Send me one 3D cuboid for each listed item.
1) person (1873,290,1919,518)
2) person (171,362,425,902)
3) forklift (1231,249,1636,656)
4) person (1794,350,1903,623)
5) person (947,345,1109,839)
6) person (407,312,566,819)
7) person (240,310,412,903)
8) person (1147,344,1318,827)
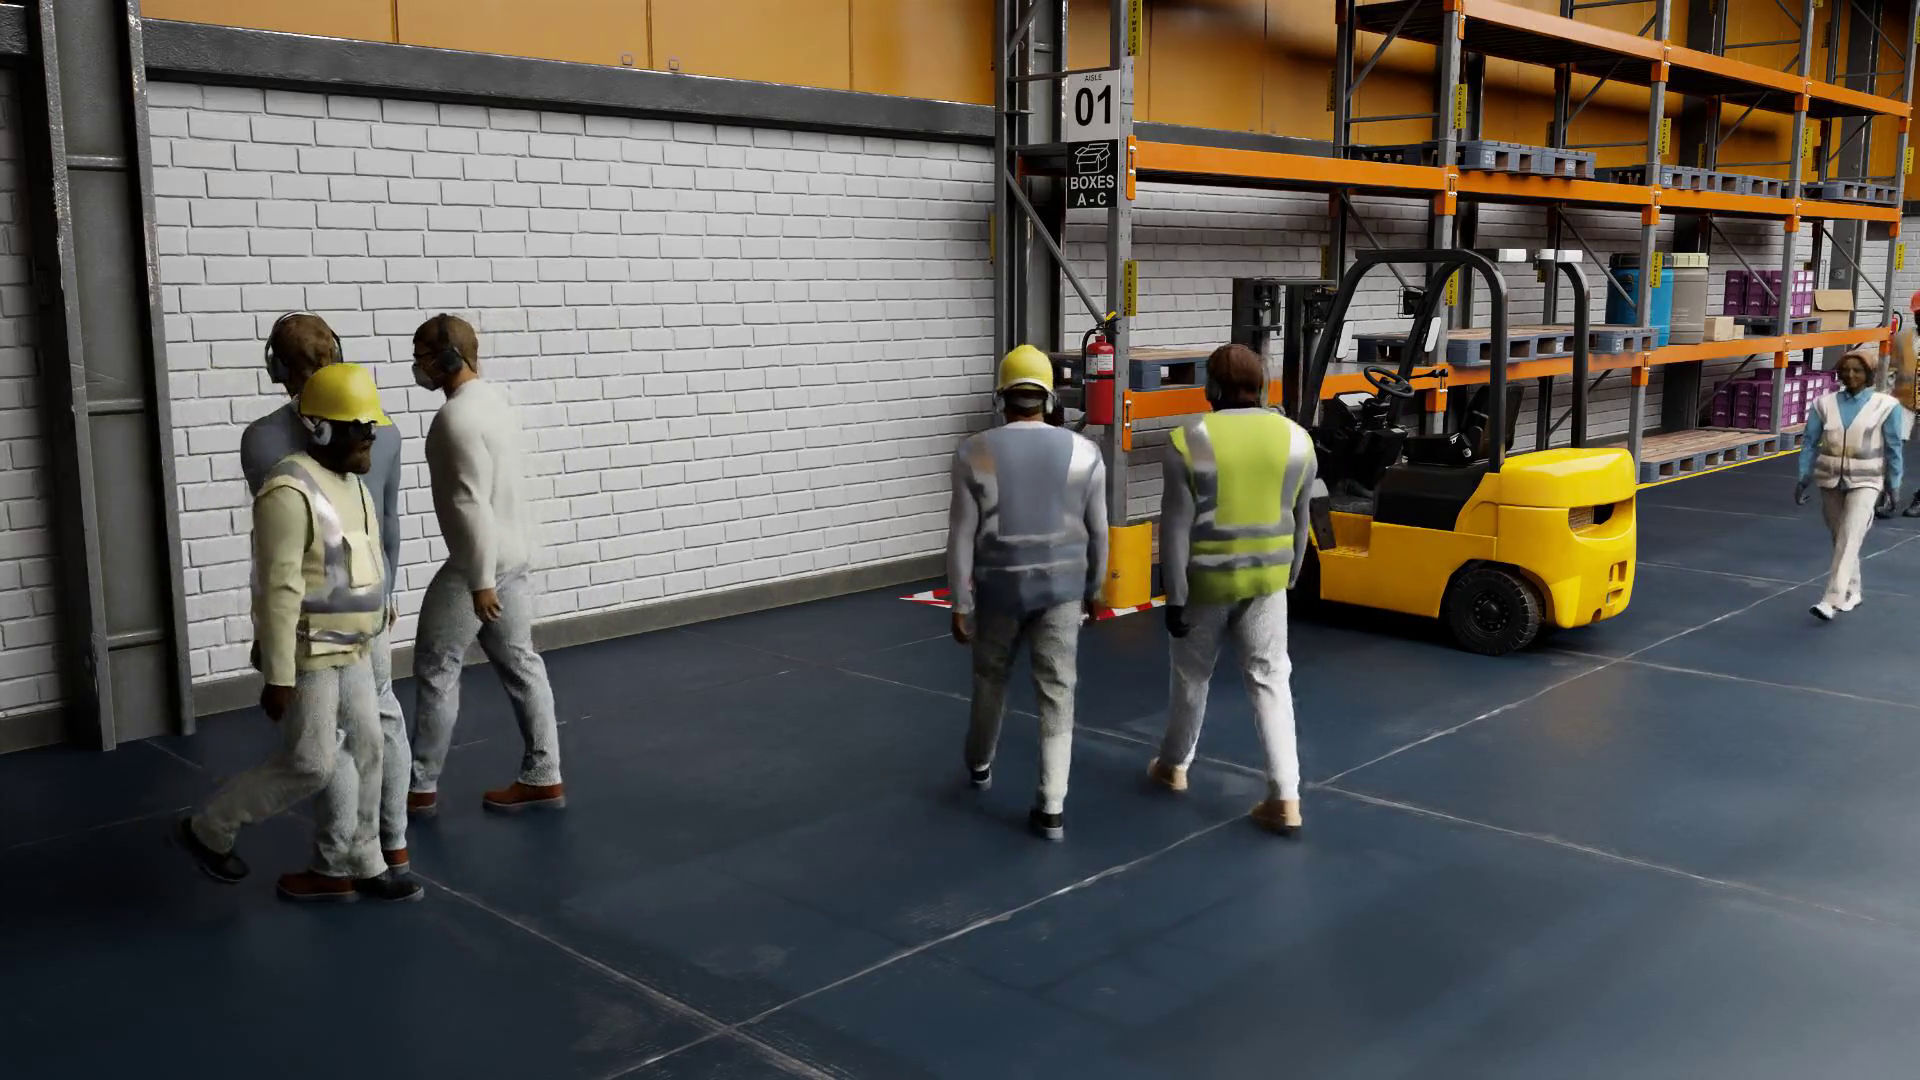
[{"bbox_3d":[7.842,-1.101,13.665,0.856,1.905,0.578,-9,13,-43],"label":"person"},{"bbox_3d":[-2.135,0.325,5.318,0.698,1.793,0.598,1,9,3],"label":"person"},{"bbox_3d":[2.710,-0.584,9.626,2.313,2.155,1.214,9,13,43],"label":"forklift"},{"bbox_3d":[5.223,-0.321,9.822,0.878,1.588,0.537,-8,12,-40],"label":"person"},{"bbox_3d":[0.245,0.163,6.300,0.615,1.782,0.885,-1,9,-4],"label":"person"},{"bbox_3d":[-1.932,0.108,6.265,0.899,1.899,0.655,0,9,-2],"label":"person"},{"bbox_3d":[-2.076,0.223,5.464,0.376,1.937,0.629,4,10,22],"label":"person"},{"bbox_3d":[1.034,0.161,6.303,0.629,1.806,0.931,-2,9,-11],"label":"person"}]
